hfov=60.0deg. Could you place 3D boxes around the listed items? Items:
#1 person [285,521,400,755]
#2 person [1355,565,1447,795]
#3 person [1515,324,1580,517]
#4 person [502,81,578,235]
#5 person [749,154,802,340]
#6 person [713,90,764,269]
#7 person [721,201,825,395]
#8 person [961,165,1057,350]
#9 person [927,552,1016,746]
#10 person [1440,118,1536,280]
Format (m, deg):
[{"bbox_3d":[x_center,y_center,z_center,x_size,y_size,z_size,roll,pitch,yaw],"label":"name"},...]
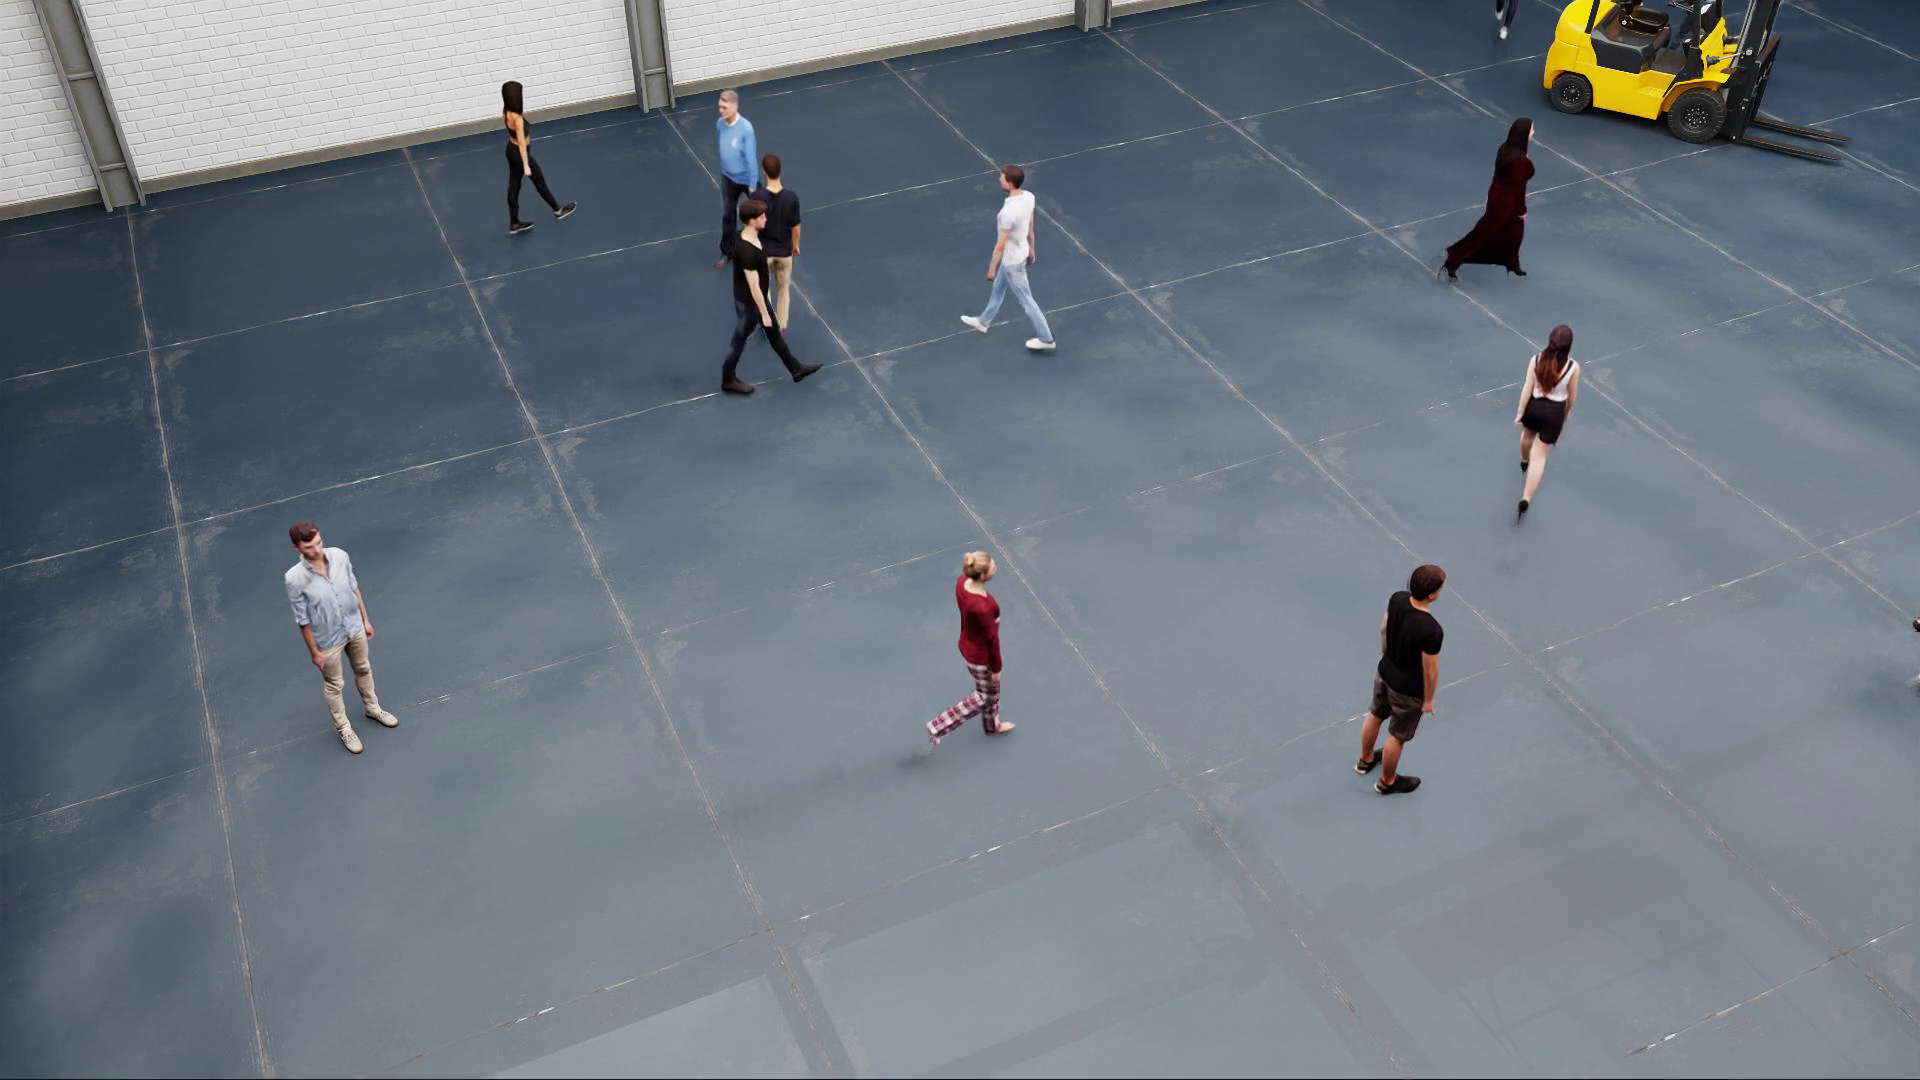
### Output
[{"bbox_3d":[-4.237,0.616,11.295,0.794,1.848,0.662,25,45,28],"label":"person"},{"bbox_3d":[2.902,0.896,10.934,0.538,1.861,0.675,-16,41,-19],"label":"person"},{"bbox_3d":[4.704,-0.936,13.438,1.052,1.599,1.131,14,41,16],"label":"person"},{"bbox_3d":[-4.611,-3.916,17.153,1.040,1.618,0.750,-28,46,-30],"label":"person"},{"bbox_3d":[-1.695,-2.597,15.337,0.691,1.825,0.820,-8,39,-10],"label":"person"},{"bbox_3d":[-2.144,-3.693,16.758,1.116,1.763,1.311,20,43,23],"label":"person"},{"bbox_3d":[-1.941,-2.095,14.690,1.288,1.846,1.029,-1,39,-1],"label":"person"},{"bbox_3d":[0.584,-2.538,15.283,1.262,1.799,1.245,15,41,18],"label":"person"},{"bbox_3d":[0.067,0.769,11.236,0.905,1.682,0.651,-15,41,-18],"label":"person"},{"bbox_3d":[5.220,-3.269,16.269,1.227,1.711,1.039,4,39,5],"label":"person"}]
